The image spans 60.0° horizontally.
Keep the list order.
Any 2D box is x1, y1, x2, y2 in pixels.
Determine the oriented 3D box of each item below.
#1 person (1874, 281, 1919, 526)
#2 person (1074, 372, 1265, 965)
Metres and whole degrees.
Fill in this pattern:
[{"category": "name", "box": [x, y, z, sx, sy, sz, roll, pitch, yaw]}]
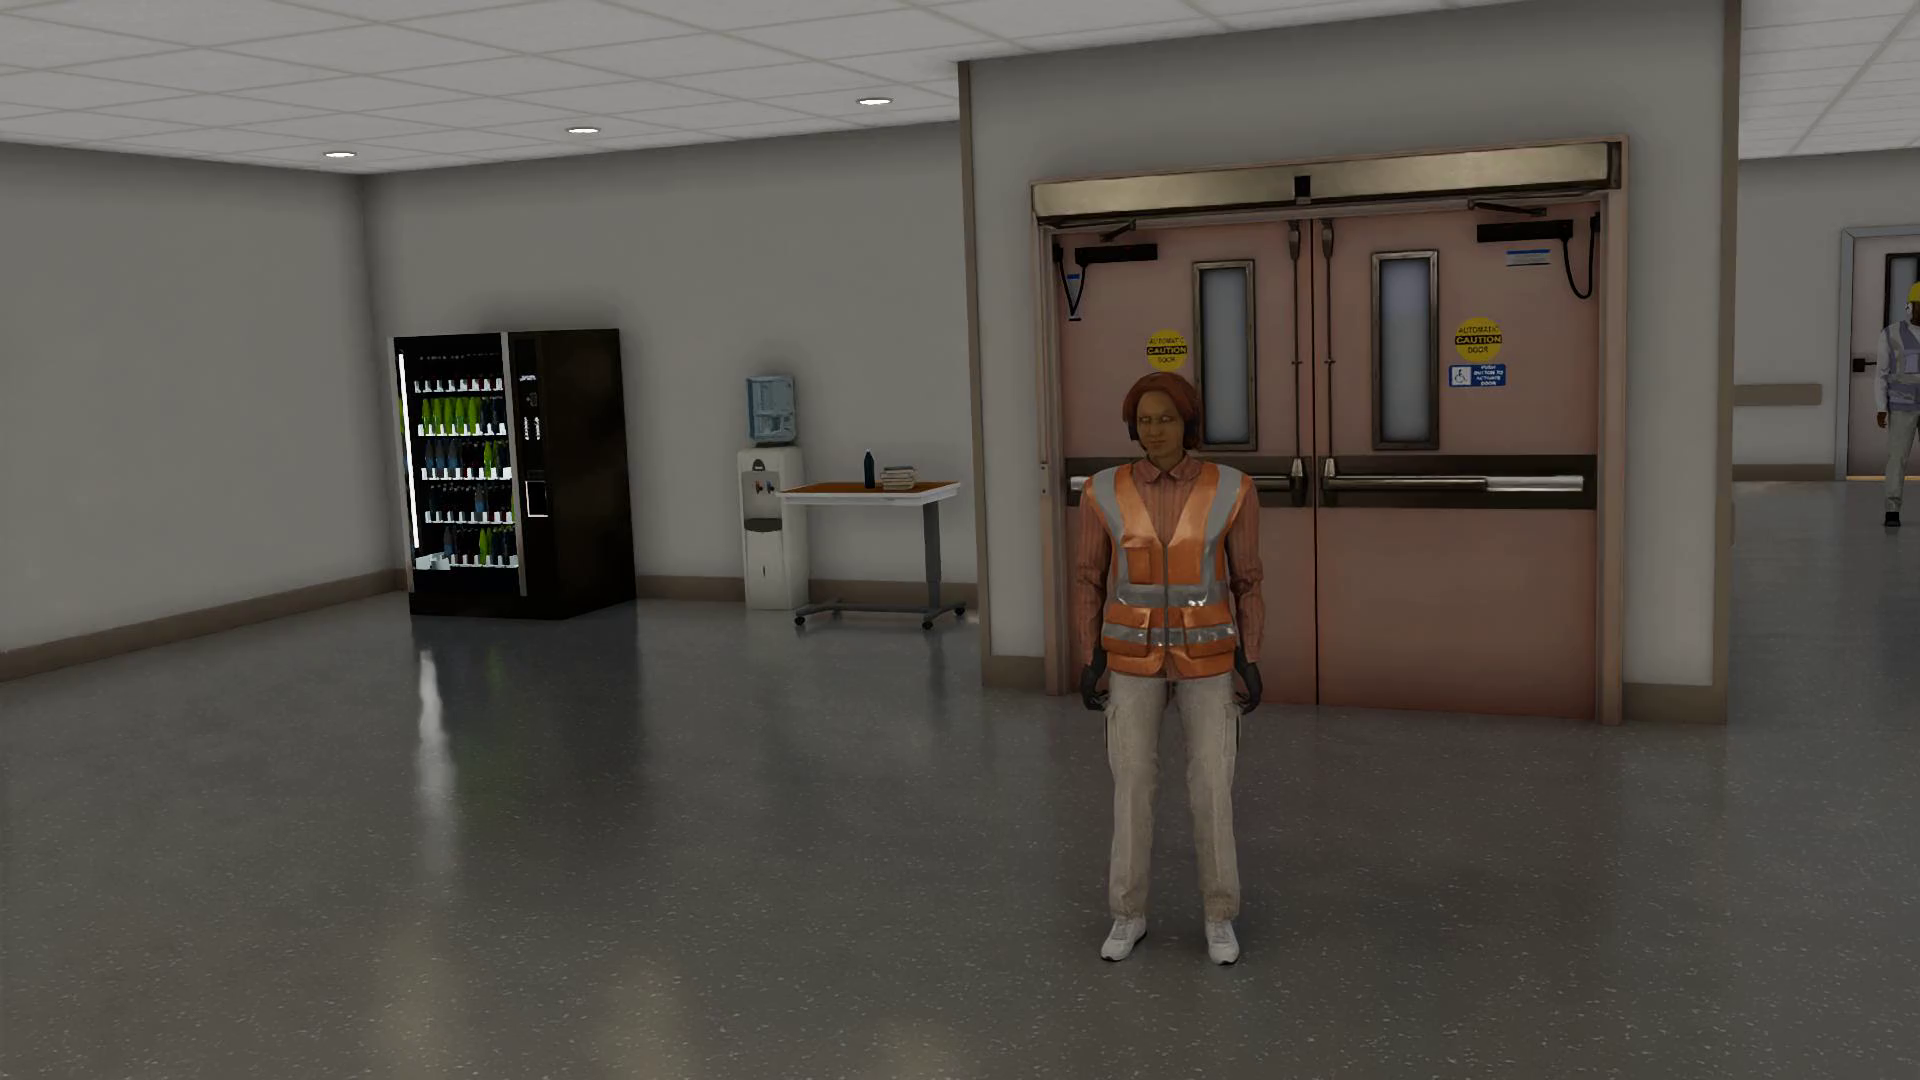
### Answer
[{"category": "person", "box": [7.116, -1.011, 12.333, 0.590, 1.837, 0.404, 0, 8, 18]}, {"category": "person", "box": [0.582, 0.355, 4.603, 0.523, 1.639, 0.306, -1, 8, 12]}]
